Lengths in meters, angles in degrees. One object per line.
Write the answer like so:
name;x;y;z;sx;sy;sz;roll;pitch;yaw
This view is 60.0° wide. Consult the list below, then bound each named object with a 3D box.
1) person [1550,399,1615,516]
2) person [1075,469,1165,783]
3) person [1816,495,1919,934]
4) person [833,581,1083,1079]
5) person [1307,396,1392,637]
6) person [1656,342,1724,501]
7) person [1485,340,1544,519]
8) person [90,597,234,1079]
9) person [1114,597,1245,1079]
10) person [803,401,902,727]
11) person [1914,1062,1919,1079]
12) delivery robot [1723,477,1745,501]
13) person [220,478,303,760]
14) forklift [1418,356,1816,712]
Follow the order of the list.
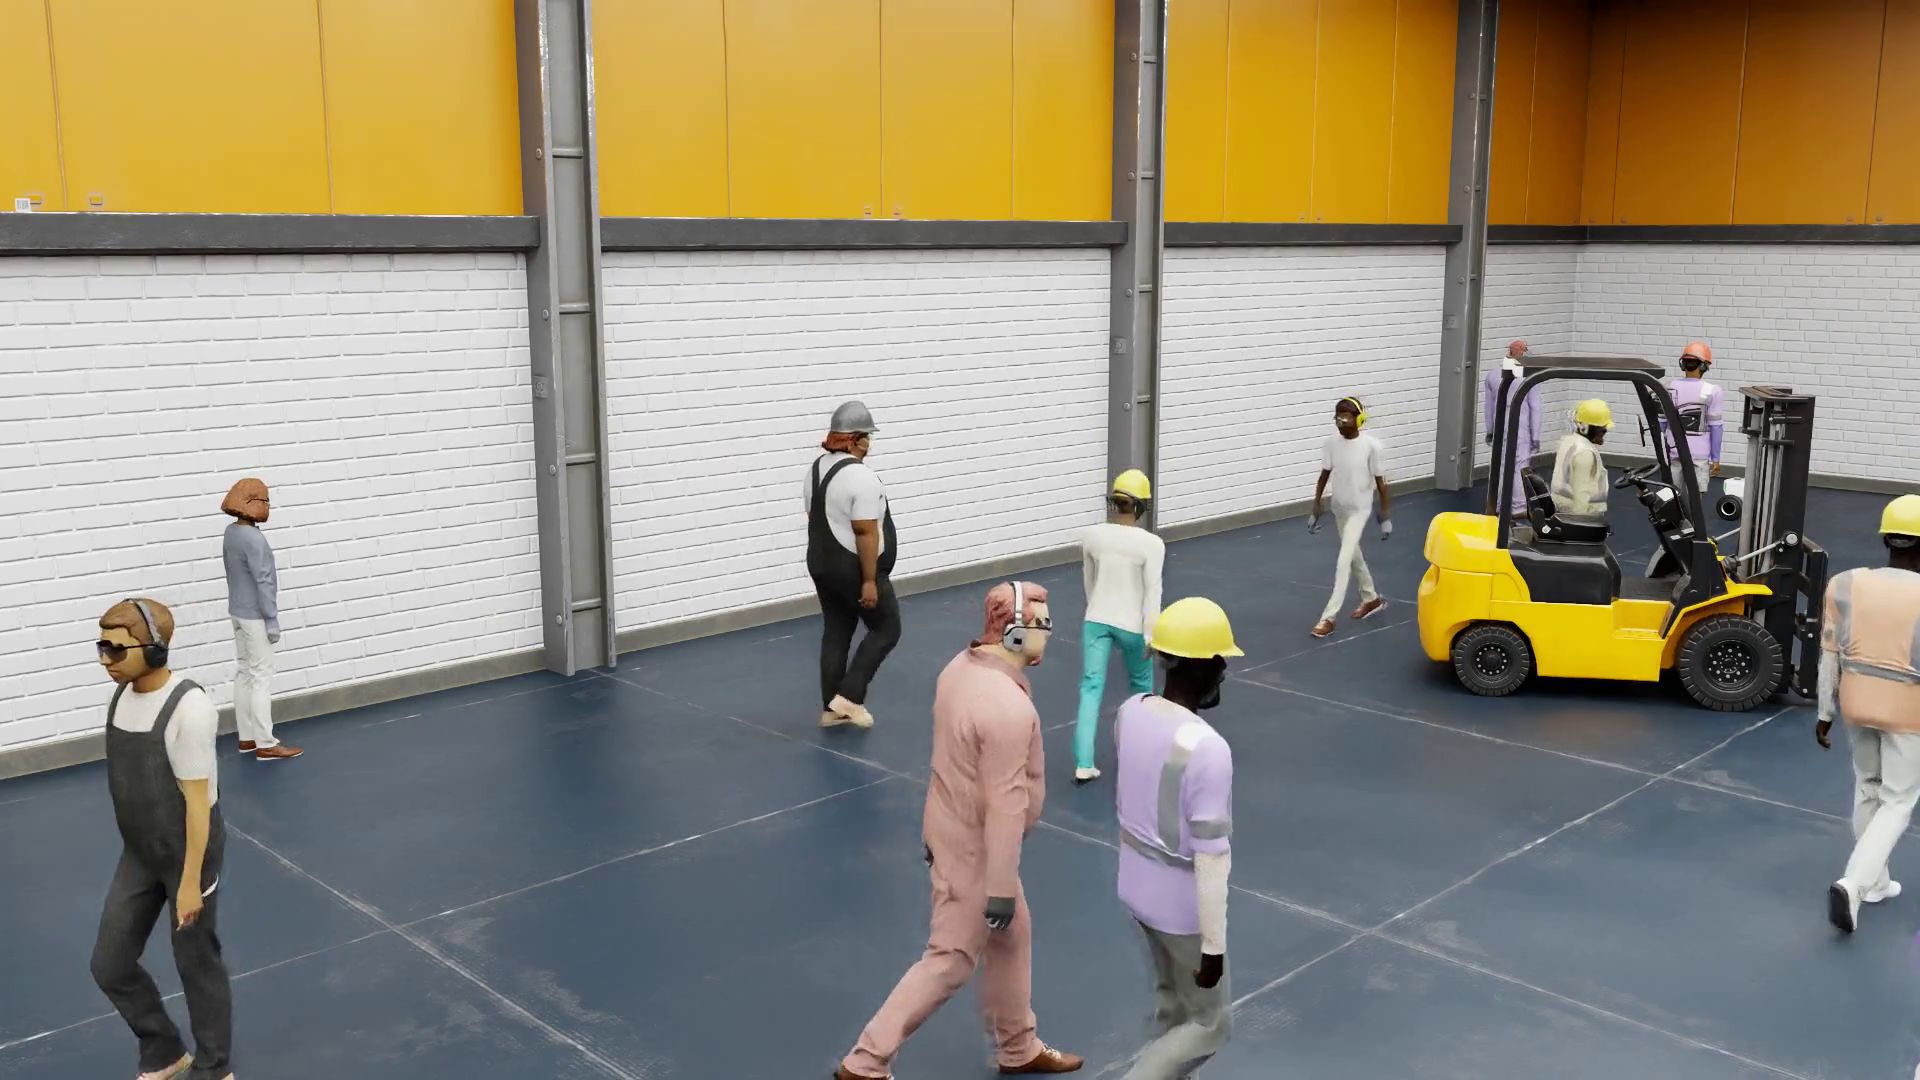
person;4.592;-0.174;12.526;0.521;1.805;0.627;1;10;6
person;0.899;0.464;9.312;0.524;1.710;0.919;6;12;28
person;4.014;0.752;7.235;0.817;1.904;0.594;-8;13;-38
person;-0.014;1.054;5.718;0.892;1.863;0.658;-2;11;-11
person;2.996;-0.209;12.738;1.008;1.809;0.579;-9;14;-41
person;6.716;-0.802;15.326;0.386;2.039;0.605;-10;14;-43
person;5.914;-1.171;17.739;0.398;1.900;0.680;-9;14;-40
person;-2.698;1.094;5.576;0.507;1.831;0.490;5;11;25
person;0.642;1.116;5.218;0.626;1.908;0.592;-4;11;-23
person;-0.643;0.152;10.114;0.538;2.000;0.712;-7;13;-35
person;2.459;1.406;3.709;0.567;1.871;1.016;-4;11;-21
delivery robot;8.453;-0.510;17.524;0.477;0.478;0.707;-10;14;-44
person;-4.061;0.452;9.595;0.285;1.632;0.498;-10;14;-43
forklift;4.276;-0.101;11.076;2.313;2.155;1.214;2;11;13
